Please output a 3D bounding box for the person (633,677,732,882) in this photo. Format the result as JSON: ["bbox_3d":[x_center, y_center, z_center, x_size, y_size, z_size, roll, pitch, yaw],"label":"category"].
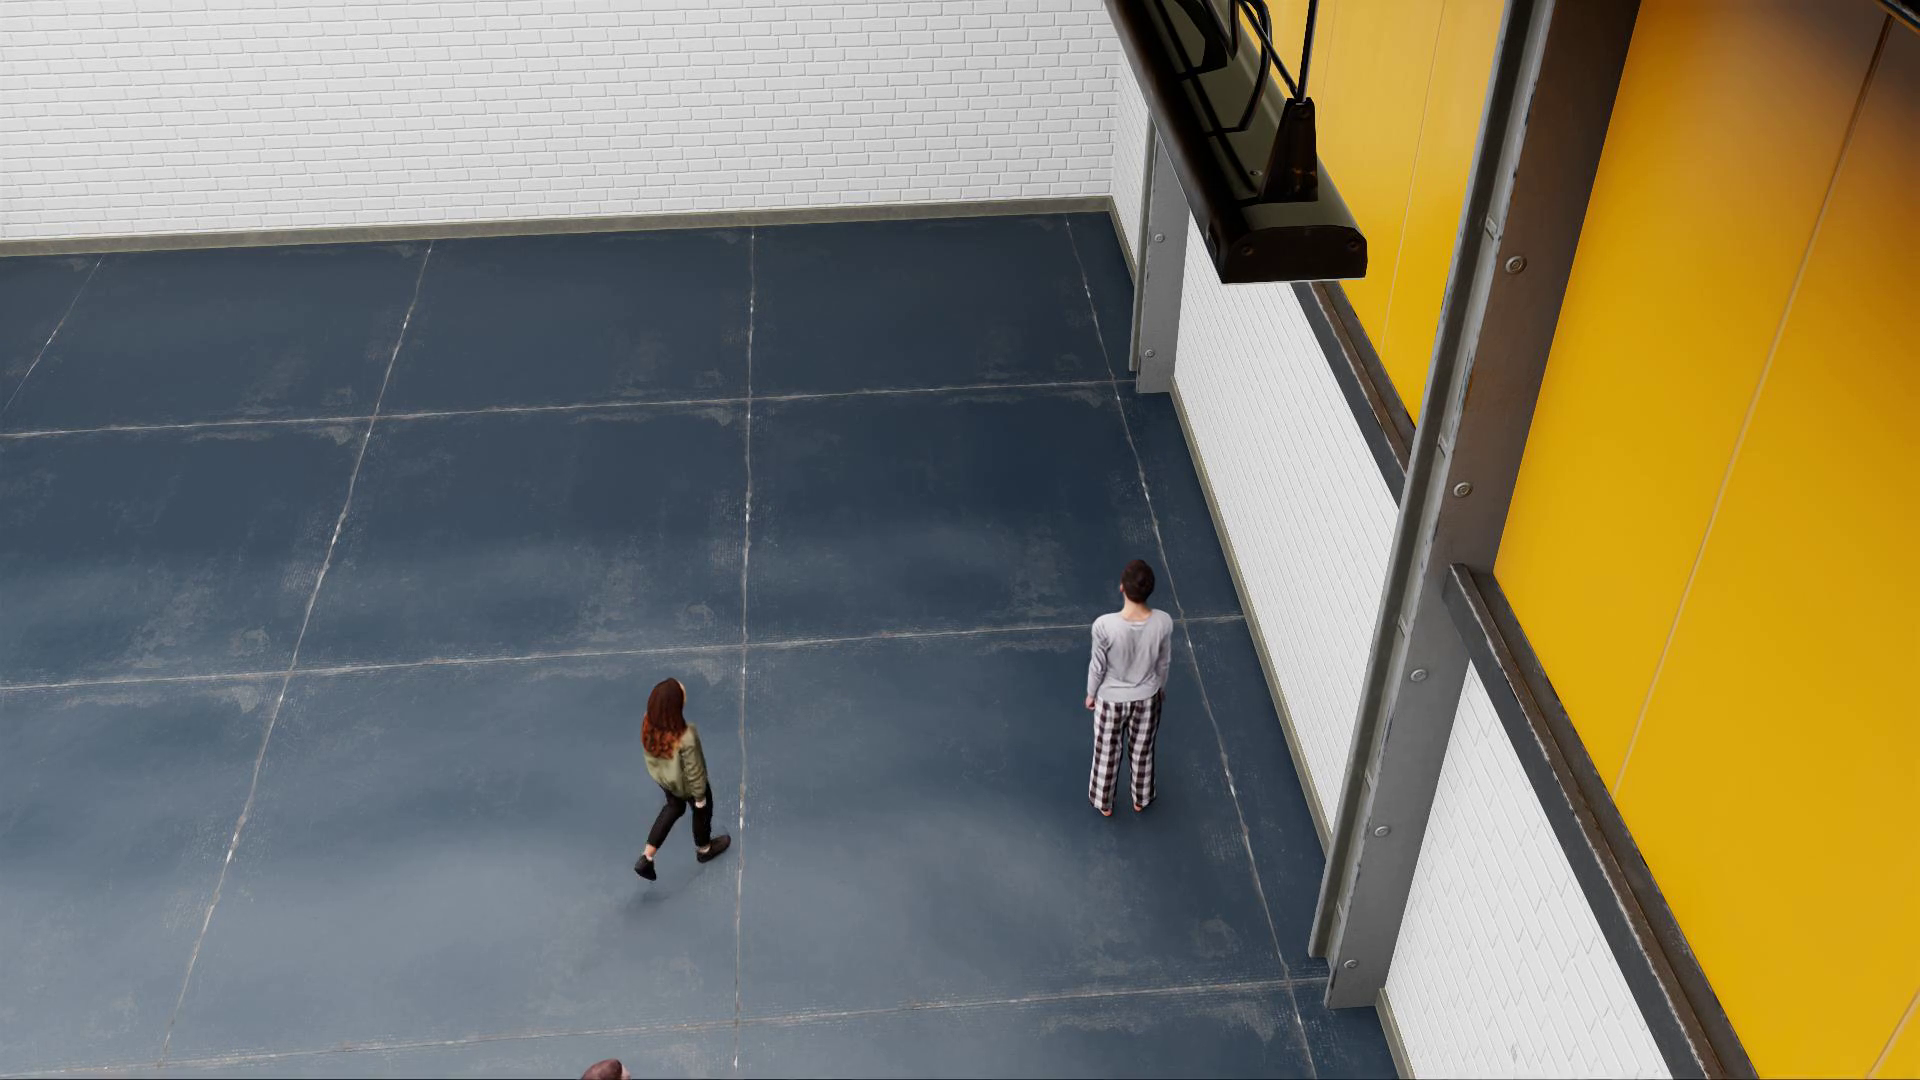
[{"bbox_3d":[-1.605,1.358,9.245,0.899,1.460,0.951,30,47,32],"label":"person"}]

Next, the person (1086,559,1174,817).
[{"bbox_3d":[0.967,0.874,9.540,0.629,1.847,0.535,-5,39,-6],"label":"person"}]
